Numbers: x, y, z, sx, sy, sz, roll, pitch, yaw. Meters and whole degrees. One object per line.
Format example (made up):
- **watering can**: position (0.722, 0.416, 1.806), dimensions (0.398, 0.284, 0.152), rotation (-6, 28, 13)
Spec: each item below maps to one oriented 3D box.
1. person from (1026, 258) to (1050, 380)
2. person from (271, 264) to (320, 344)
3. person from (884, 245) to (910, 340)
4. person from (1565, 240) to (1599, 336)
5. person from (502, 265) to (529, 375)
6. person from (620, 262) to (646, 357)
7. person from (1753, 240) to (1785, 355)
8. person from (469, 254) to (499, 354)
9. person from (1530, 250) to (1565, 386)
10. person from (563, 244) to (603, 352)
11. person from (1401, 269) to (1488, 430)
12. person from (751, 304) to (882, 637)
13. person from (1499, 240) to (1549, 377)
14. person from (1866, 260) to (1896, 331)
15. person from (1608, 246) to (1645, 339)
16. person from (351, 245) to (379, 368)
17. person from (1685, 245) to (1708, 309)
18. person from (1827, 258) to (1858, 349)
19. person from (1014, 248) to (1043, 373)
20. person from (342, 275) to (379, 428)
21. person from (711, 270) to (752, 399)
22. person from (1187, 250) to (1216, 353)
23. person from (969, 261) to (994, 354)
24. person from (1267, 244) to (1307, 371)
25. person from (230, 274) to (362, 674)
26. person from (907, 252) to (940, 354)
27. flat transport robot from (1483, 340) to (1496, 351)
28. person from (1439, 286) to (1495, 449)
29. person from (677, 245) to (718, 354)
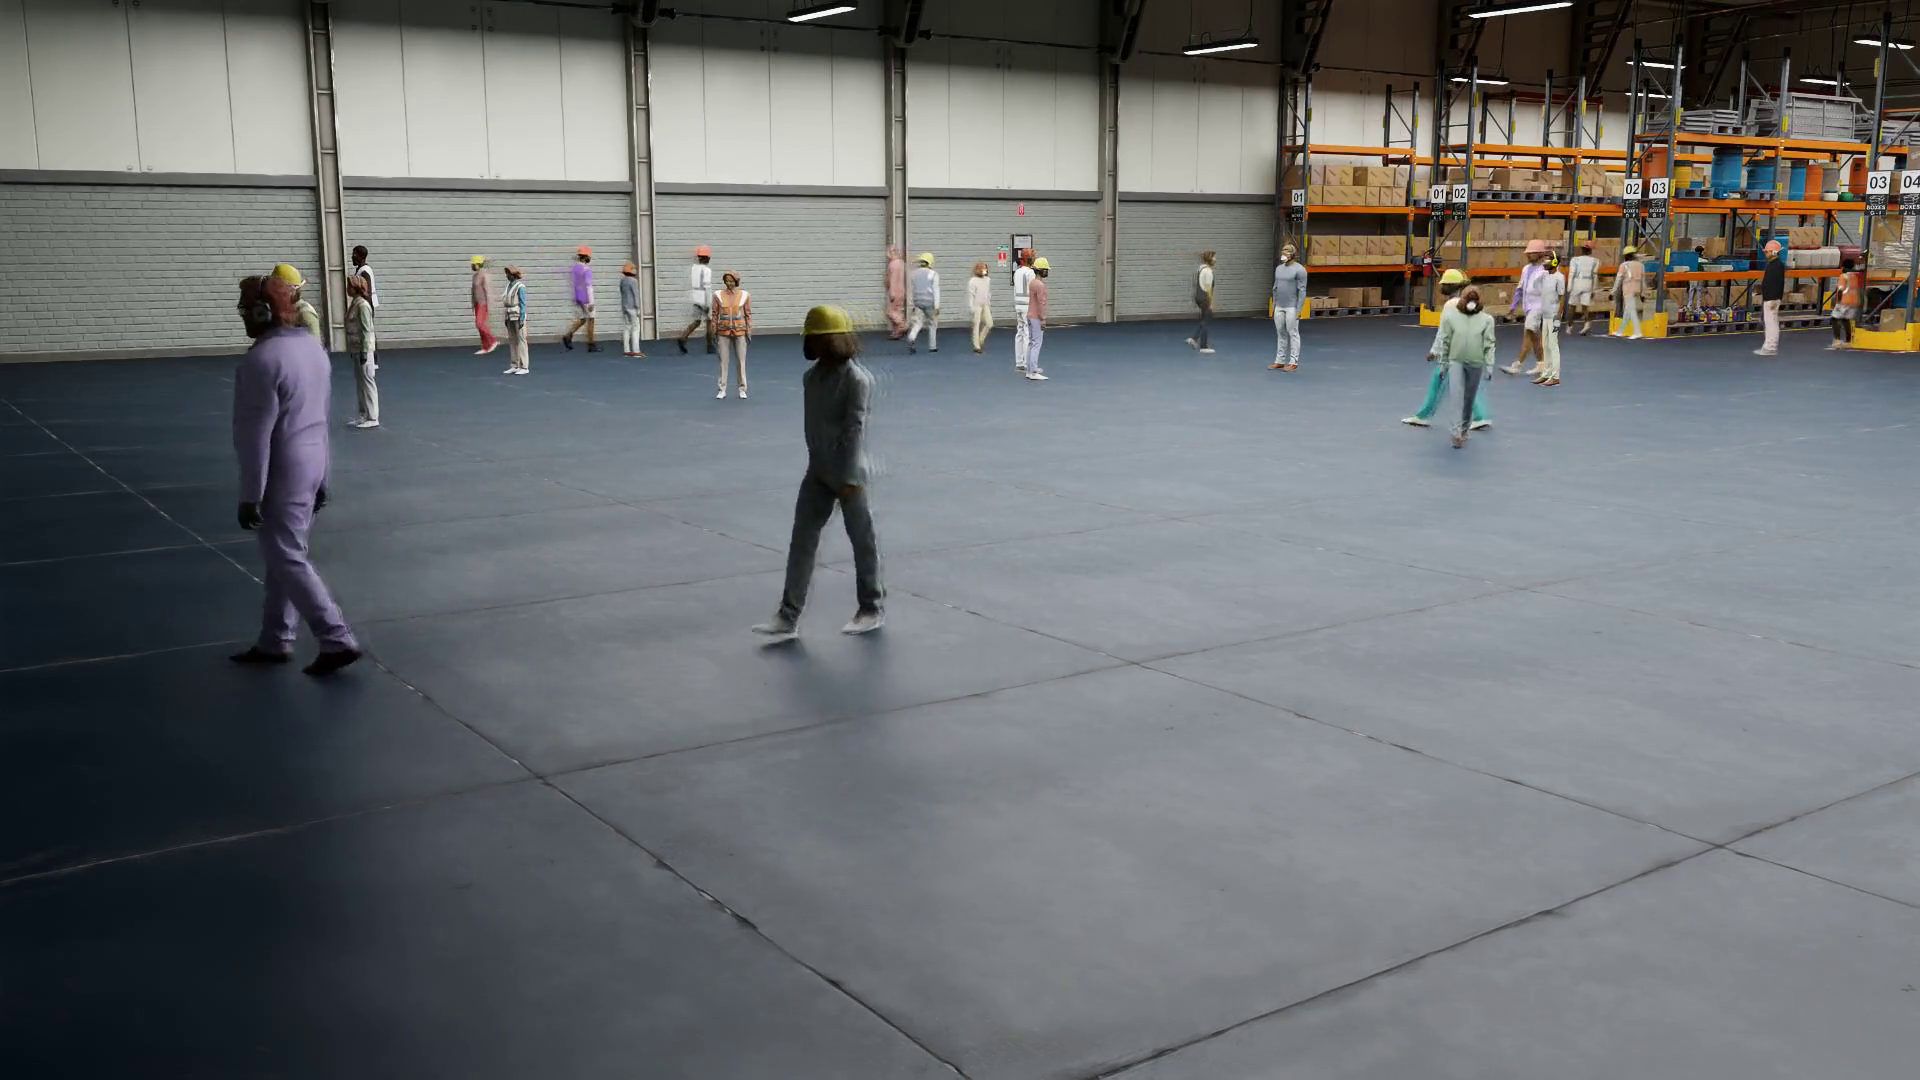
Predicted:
- **person**: position (1.141, -3.195, 24.054), dimensions (0.341, 1.757, 0.518), rotation (-3, 11, -14)
- **person**: position (-5.457, -1.335, 13.648), dimensions (0.403, 1.830, 0.601), rotation (-9, 14, -42)
- **person**: position (-1.273, -4.895, 33.010), dimensions (0.481, 1.891, 0.669), rotation (2, 11, 11)
- **person**: position (13.010, -5.257, 34.749), dimensions (0.652, 1.995, 0.939), rotation (0, 10, 3)
- **person**: position (-6.666, -3.298, 24.946), dimensions (0.307, 1.637, 0.512), rotation (-10, 14, -44)
- **person**: position (-5.647, -3.956, 28.588), dimensions (0.302, 1.629, 0.520), rotation (-9, 14, -42)
- **person**: position (14.146, -4.221, 29.022), dimensions (0.396, 1.992, 0.622), rotation (2, 11, 12)
- **person**: position (-8.416, -4.121, 29.160), dimensions (0.364, 1.755, 0.532), rotation (-8, 13, -36)
- **person**: position (8.182, -3.070, 23.064), dimensions (0.310, 1.868, 0.532), rotation (-1, 10, -5)
- **person**: position (-6.704, -4.275, 29.509), dimensions (0.563, 1.923, 0.650), rotation (10, 14, 43)
- **person**: position (5.270, -2.040, 17.835), dimensions (0.939, 1.719, 0.527), rotation (5, 11, 24)
- **person**: position (-0.704, -0.326, 8.439), dimensions (0.507, 1.705, 0.834), rotation (10, 14, 42)
- **person**: position (8.352, -3.408, 24.557), dimensions (0.897, 2.005, 0.620), rotation (-2, 11, -13)
- **person**: position (20.319, -5.573, 36.623), dimensions (1.057, 1.935, 0.605), rotation (-9, 14, -42)
- **person**: position (13.599, -5.011, 33.727), dimensions (0.620, 1.868, 0.933), rotation (-5, 12, -27)
- **person**: position (-9.303, -3.634, 26.009), dimensions (0.392, 1.922, 0.591), rotation (-5, 12, -27)
- **person**: position (16.803, -5.777, 37.905), dimensions (0.316, 1.867, 0.531), rotation (-9, 14, -40)
- **person**: position (16.221, -4.322, 30.497), dimensions (0.552, 1.668, 0.446), rotation (-6, 12, -32)
- **person**: position (1.021, -3.464, 25.185), dimensions (0.355, 1.882, 0.575), rotation (-5, 12, -27)
- **person**: position (-6.482, -2.034, 17.999), dimensions (0.309, 1.645, 0.514), rotation (-7, 12, -33)
- **person**: position (-2.908, -2.617, 21.207), dimensions (0.514, 1.639, 0.310), rotation (-1, 10, -5)
- **person**: position (4.342, -4.203, 29.392), dimensions (0.424, 1.830, 0.515), rotation (-1, 10, -6)
- **person**: position (0.377, -4.086, 29.294), dimensions (0.533, 1.618, 0.352), rotation (-10, 14, -43)
- **person**: position (5.034, -3.559, 25.548), dimensions (0.373, 1.940, 0.627), rotation (-7, 13, -35)
- **person**: position (-3.191, -0.289, 7.818), dimensions (0.655, 1.912, 0.671), rotation (1, 10, 4)
- **person**: position (-0.647, -4.140, 29.157), dimensions (0.599, 1.795, 0.789), rotation (5, 12, 27)
- **flat transport robot**: position (9.408, -3.589, 30.283), dimensions (0.652, 0.197, 1.431), rotation (3, 11, 16)
- **person**: position (5.021, -1.728, 16.493), dimensions (0.505, 1.587, 0.869), rotation (2, 11, 11)
- **person**: position (-4.561, -4.178, 29.003), dimensions (0.547, 1.920, 0.775), rotation (9, 14, 41)
